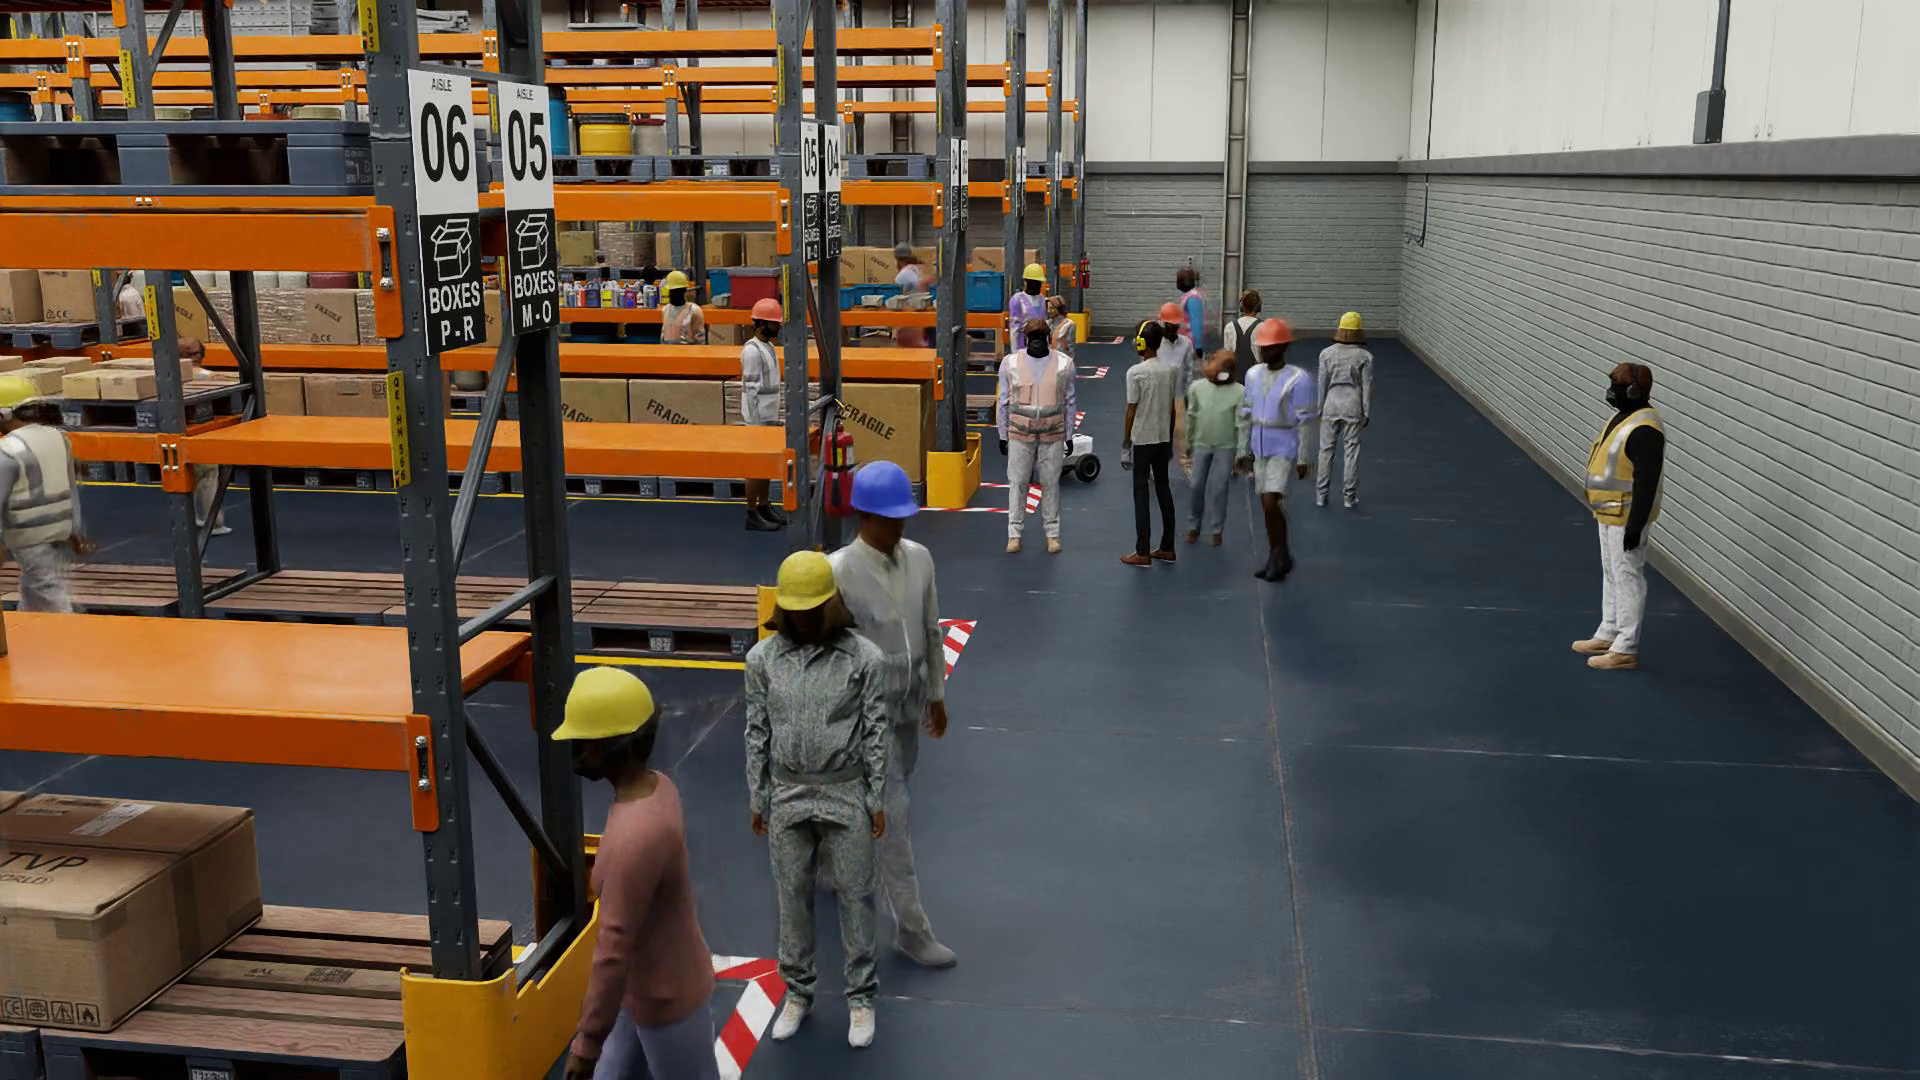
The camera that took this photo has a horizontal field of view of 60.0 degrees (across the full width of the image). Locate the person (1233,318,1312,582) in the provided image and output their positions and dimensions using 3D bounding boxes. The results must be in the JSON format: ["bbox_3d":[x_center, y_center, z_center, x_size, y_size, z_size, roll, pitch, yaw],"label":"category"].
[{"bbox_3d":[2.248,-0.641,12.052,0.526,1.919,0.548,-10,16,-37],"label":"person"}]

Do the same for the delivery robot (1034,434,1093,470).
[{"bbox_3d":[0.920,-0.878,16.004,0.707,0.478,0.477,-7,14,-30],"label":"delivery robot"}]

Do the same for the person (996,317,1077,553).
[{"bbox_3d":[0.597,-0.812,12.994,0.626,1.844,0.429,0,12,0],"label":"person"}]

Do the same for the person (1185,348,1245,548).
[{"bbox_3d":[2.022,-0.720,13.091,0.526,1.601,0.437,5,13,20],"label":"person"}]

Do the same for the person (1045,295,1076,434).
[{"bbox_3d":[1.078,-1.852,18.170,0.314,1.630,0.528,-10,16,-39],"label":"person"}]

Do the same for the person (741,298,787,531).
[{"bbox_3d":[-1.609,-1.037,13.815,0.387,1.929,0.543,3,13,12],"label":"person"}]

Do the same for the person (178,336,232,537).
[{"bbox_3d":[-6.225,-0.843,13.602,0.611,1.630,0.332,4,13,18],"label":"person"}]

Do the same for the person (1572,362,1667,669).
[{"bbox_3d":[3.965,-0.145,9.980,0.430,1.845,0.621,2,13,8],"label":"person"}]

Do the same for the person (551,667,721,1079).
[{"bbox_3d":[-0.873,1.175,4.271,0.872,1.726,0.532,-2,13,-9],"label":"person"}]

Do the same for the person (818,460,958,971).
[{"bbox_3d":[-0.343,0.612,6.424,0.934,1.912,0.628,11,17,41],"label":"person"}]

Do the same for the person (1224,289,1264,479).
[{"bbox_3d":[2.797,-1.510,16.159,0.504,1.839,0.348,8,15,31],"label":"person"}]

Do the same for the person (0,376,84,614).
[{"bbox_3d":[-5.480,-0.044,9.636,0.866,1.796,0.596,1,13,4],"label":"person"}]

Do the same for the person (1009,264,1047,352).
[{"bbox_3d":[0.815,-2.221,19.185,0.593,1.918,0.396,-12,17,-42],"label":"person"}]

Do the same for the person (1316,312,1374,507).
[{"bbox_3d":[3.423,-1.159,14.808,0.485,1.737,0.318,6,14,24],"label":"person"}]

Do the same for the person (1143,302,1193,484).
[{"bbox_3d":[1.994,-1.400,15.887,0.570,1.735,0.390,-4,13,-19],"label":"person"}]

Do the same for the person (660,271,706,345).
[{"bbox_3d":[-2.943,-1.864,17.560,0.620,1.921,0.391,9,15,35],"label":"person"}]

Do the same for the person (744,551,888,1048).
[{"bbox_3d":[-0.488,0.875,5.630,0.491,1.731,0.325,1,13,6],"label":"person"}]

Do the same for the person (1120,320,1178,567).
[{"bbox_3d":[1.432,-0.727,12.580,0.506,1.861,0.325,-9,15,-36],"label":"person"}]
